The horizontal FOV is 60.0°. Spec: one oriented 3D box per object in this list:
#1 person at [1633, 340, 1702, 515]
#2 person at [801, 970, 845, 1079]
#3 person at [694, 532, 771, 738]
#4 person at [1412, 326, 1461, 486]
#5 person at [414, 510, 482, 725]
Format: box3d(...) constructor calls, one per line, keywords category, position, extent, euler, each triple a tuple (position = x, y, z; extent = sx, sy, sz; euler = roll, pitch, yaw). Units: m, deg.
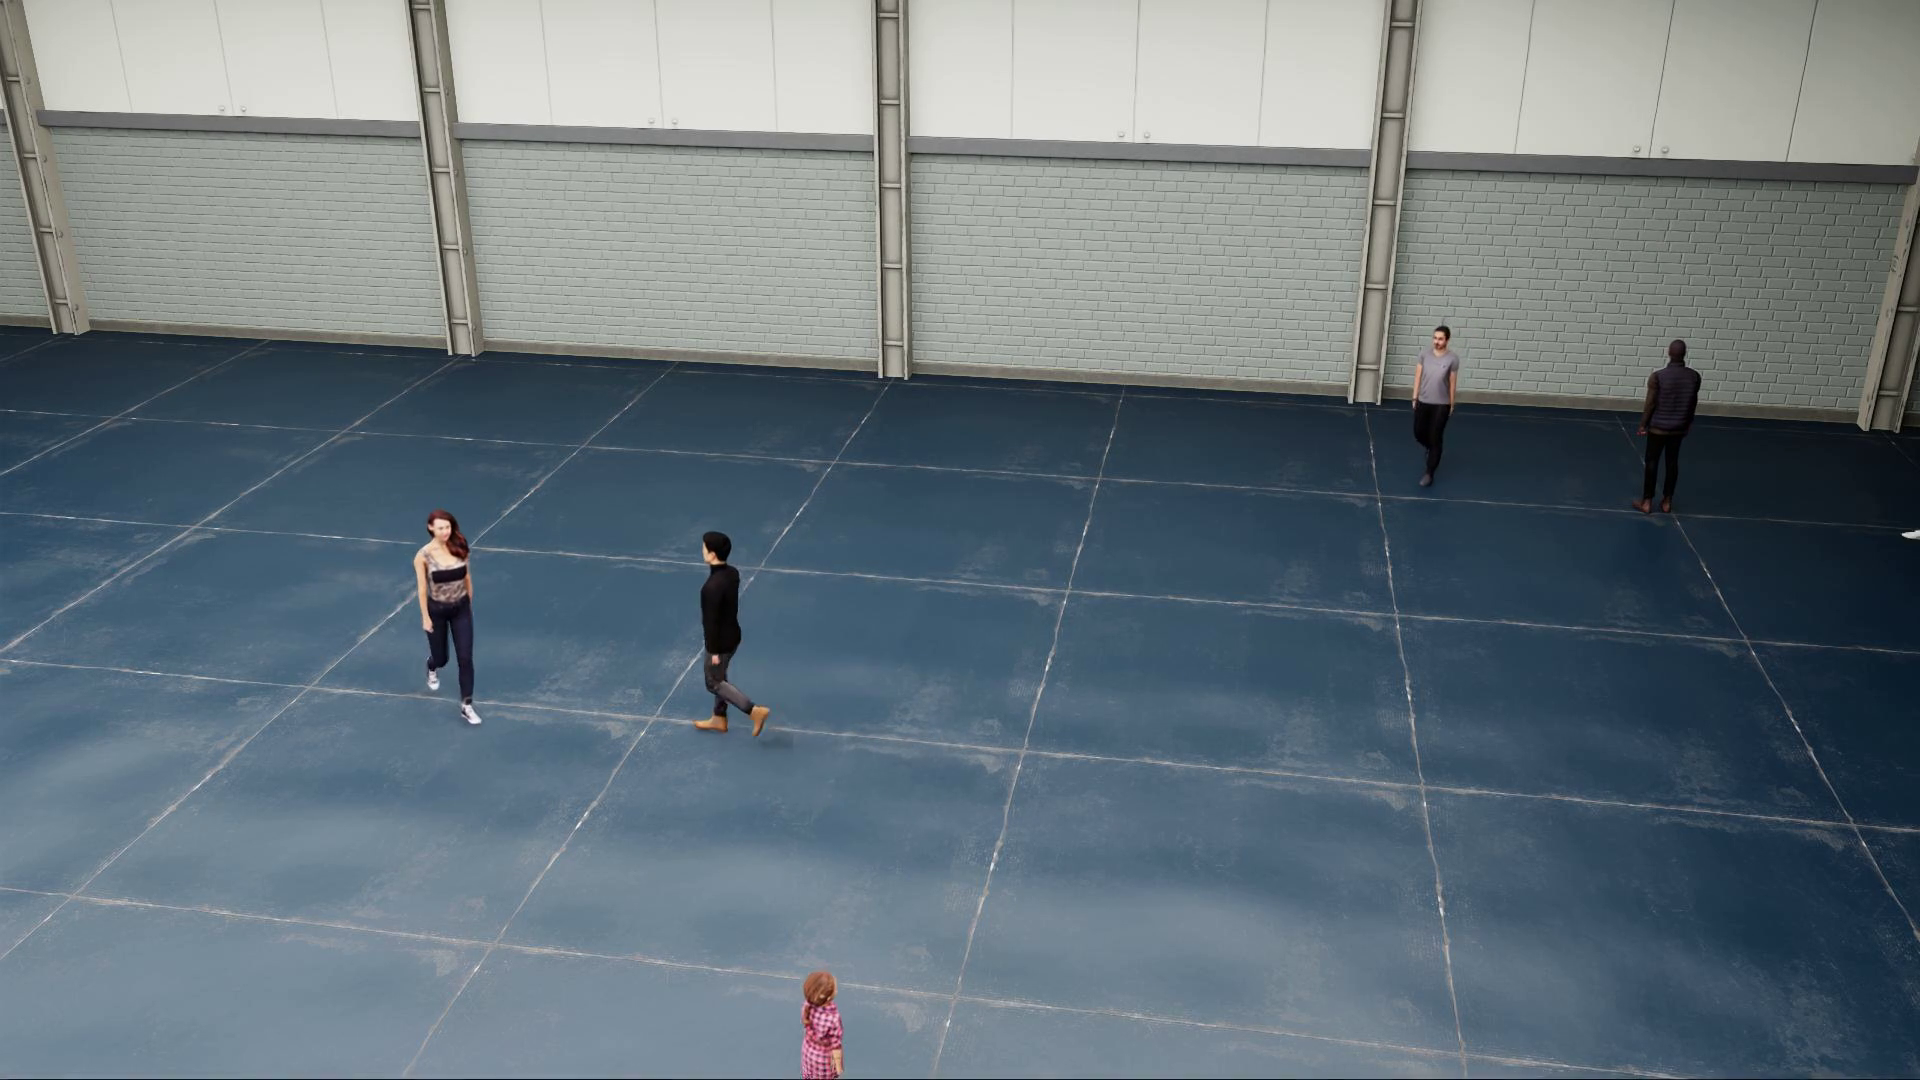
box3d(category="person", position=(7.273, -1.168, 17.107), extent=(0.580, 1.837, 0.798), euler=(0, 23, -1))
box3d(category="person", position=(-0.775, 2.756, 8.930), extent=(0.568, 1.015, 0.608), euler=(18, 29, 36))
box3d(category="person", position=(-1.777, 0.752, 12.761), extent=(0.911, 1.706, 0.678), euler=(6, 24, 13))
box3d(category="person", position=(5.167, -1.498, 18.016), extent=(0.998, 1.733, 0.913), euler=(13, 26, 28))
box3d(category="person", position=(-4.079, 0.573, 13.120), extent=(0.993, 1.753, 1.077), euler=(-18, 29, -36))
